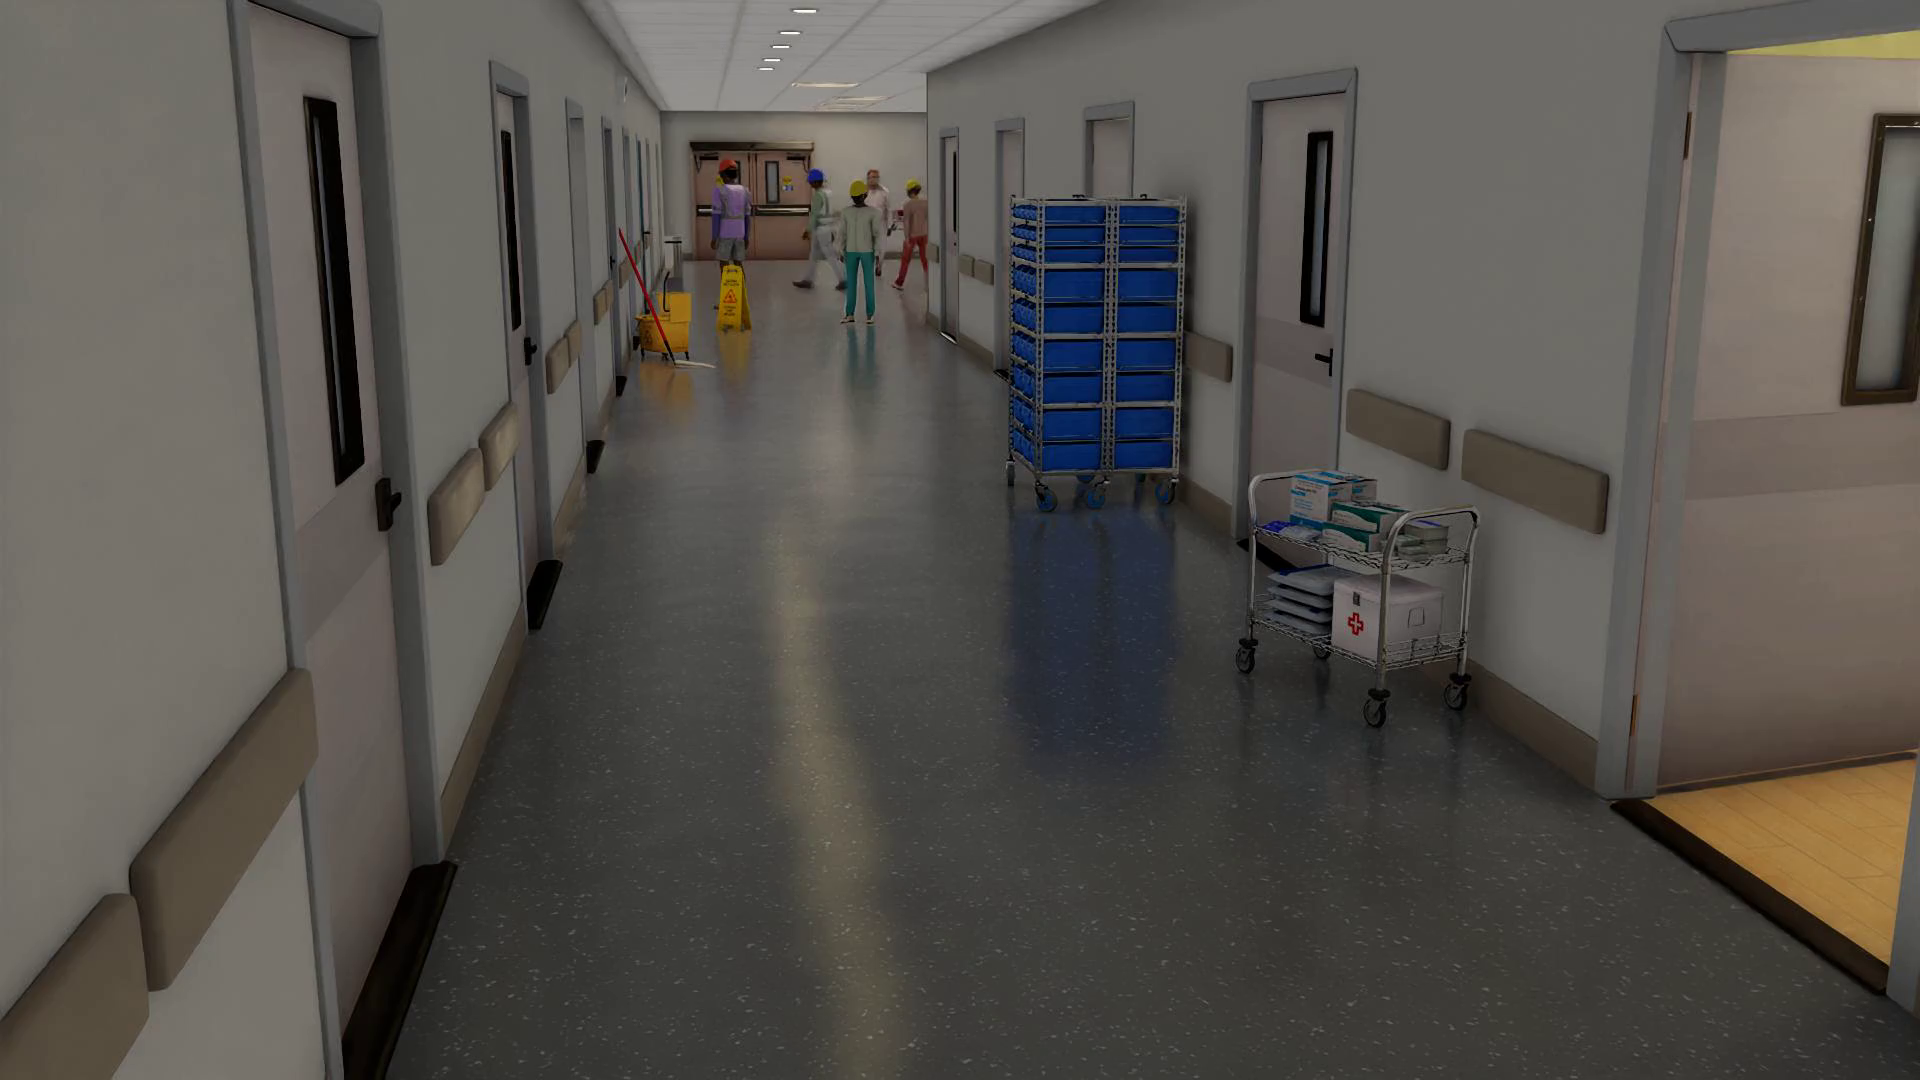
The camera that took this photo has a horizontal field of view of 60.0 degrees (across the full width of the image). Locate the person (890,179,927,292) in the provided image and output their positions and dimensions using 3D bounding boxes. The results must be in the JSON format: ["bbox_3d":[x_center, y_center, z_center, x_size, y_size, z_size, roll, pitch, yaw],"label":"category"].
[{"bbox_3d":[-0.719,-4.690,25.698,0.534,1.724,0.867,-9,15,-34],"label":"person"}]

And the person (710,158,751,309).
[{"bbox_3d":[-3.129,-4.150,22.618,0.613,2.029,0.407,-12,17,-43],"label":"person"}]

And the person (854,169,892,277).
[{"bbox_3d":[-1.496,-5.428,28.627,0.661,1.878,0.781,-1,13,-6],"label":"person"}]

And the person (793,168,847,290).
[{"bbox_3d":[-2.156,-4.868,26.114,0.963,1.902,0.607,1,13,3],"label":"person"}]

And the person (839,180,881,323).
[{"bbox_3d":[-1.244,-3.556,20.579,0.523,1.759,0.334,3,13,14],"label":"person"}]
